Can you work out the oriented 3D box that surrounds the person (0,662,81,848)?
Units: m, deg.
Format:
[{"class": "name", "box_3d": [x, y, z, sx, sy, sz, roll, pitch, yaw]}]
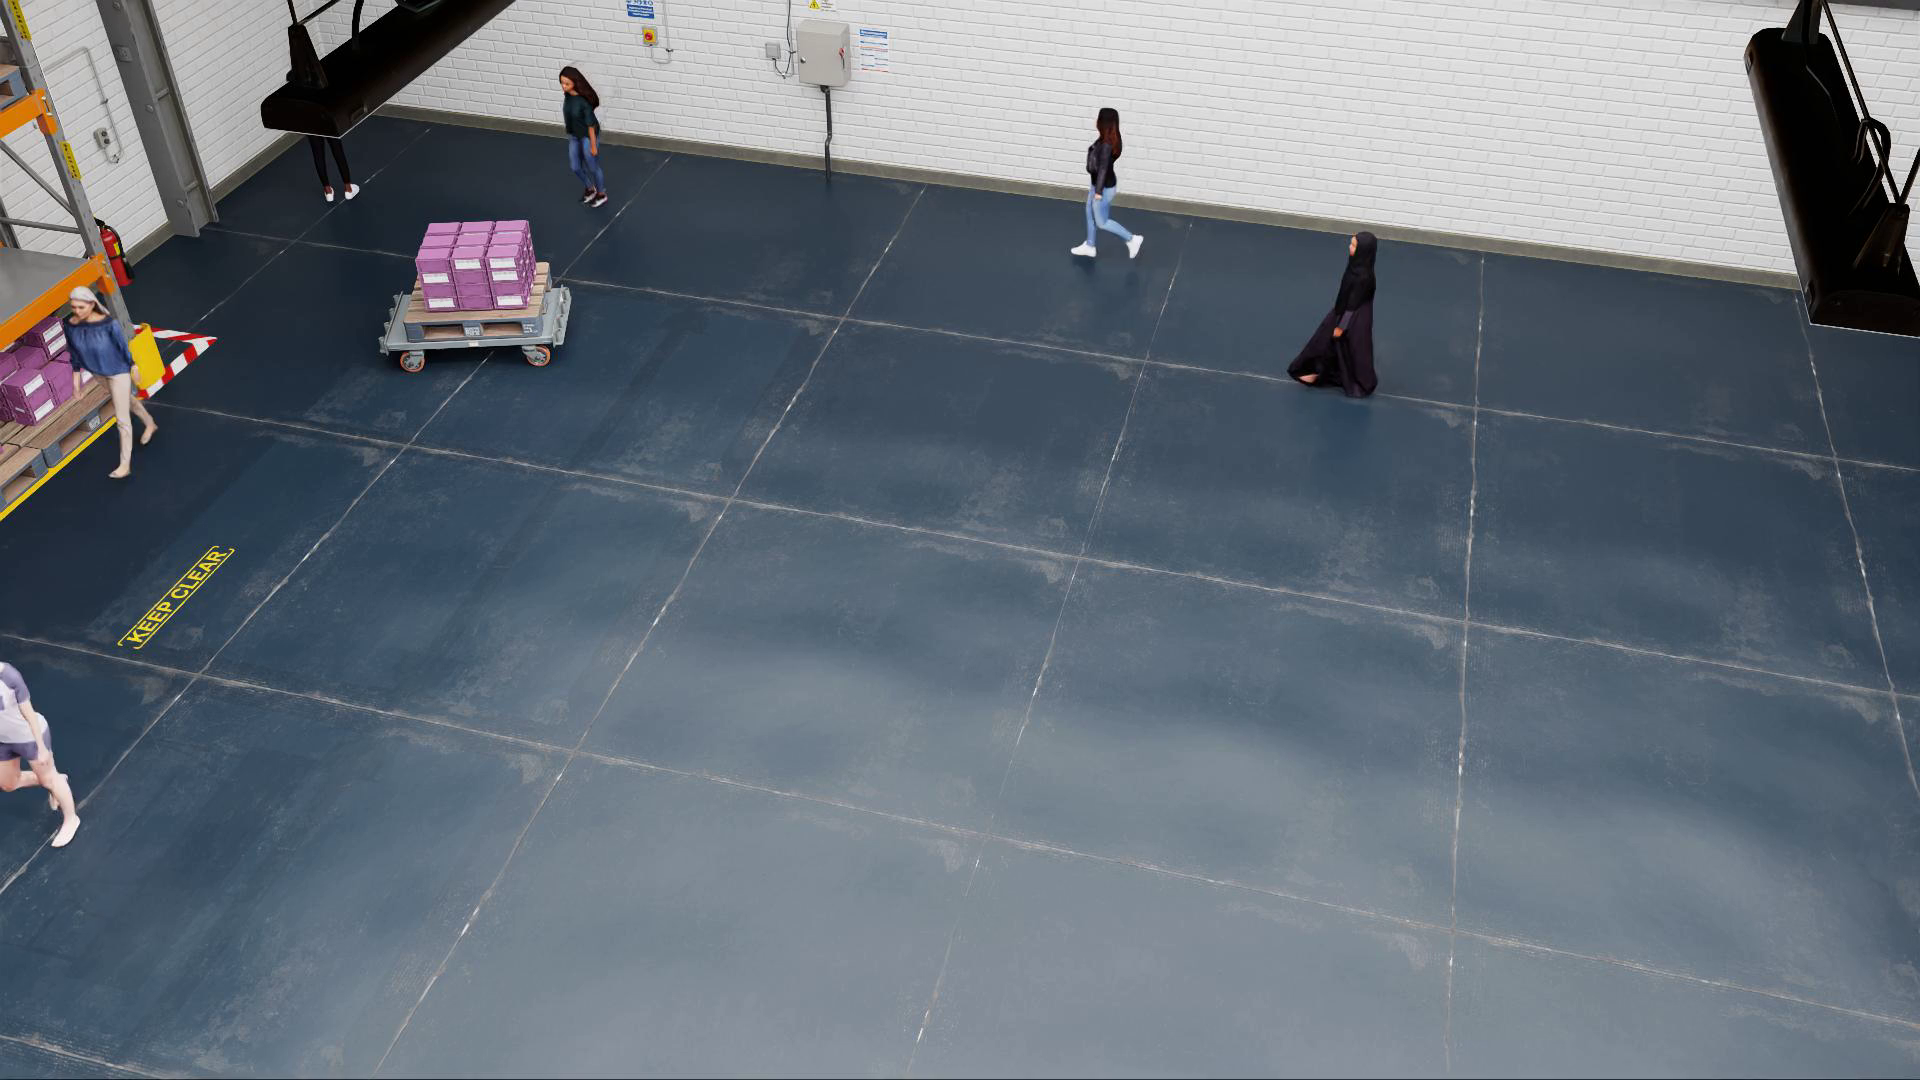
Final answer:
[{"class": "person", "box_3d": [-5.897, 1.180, 10.521, 0.592, 1.758, 0.689, 5, 39, 7]}]

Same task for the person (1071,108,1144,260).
[{"class": "person", "box_3d": [1.486, -3.485, 16.479, 0.735, 1.612, 0.904, 8, 39, 9]}]

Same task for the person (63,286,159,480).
[{"class": "person", "box_3d": [-7.025, -1.415, 13.860, 0.713, 1.644, 1.177, 5, 39, 6]}]

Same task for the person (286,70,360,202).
[{"class": "person", "box_3d": [-6.754, -4.417, 17.553, 0.699, 1.728, 0.706, -5, 39, -7]}]

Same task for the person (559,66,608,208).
[{"class": "person", "box_3d": [-3.888, -4.229, 17.425, 0.707, 1.593, 0.746, 31, 48, 33]}]

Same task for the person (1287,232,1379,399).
[{"class": "person", "box_3d": [3.520, -1.960, 14.573, 0.852, 1.607, 1.062, 0, 39, 0]}]
